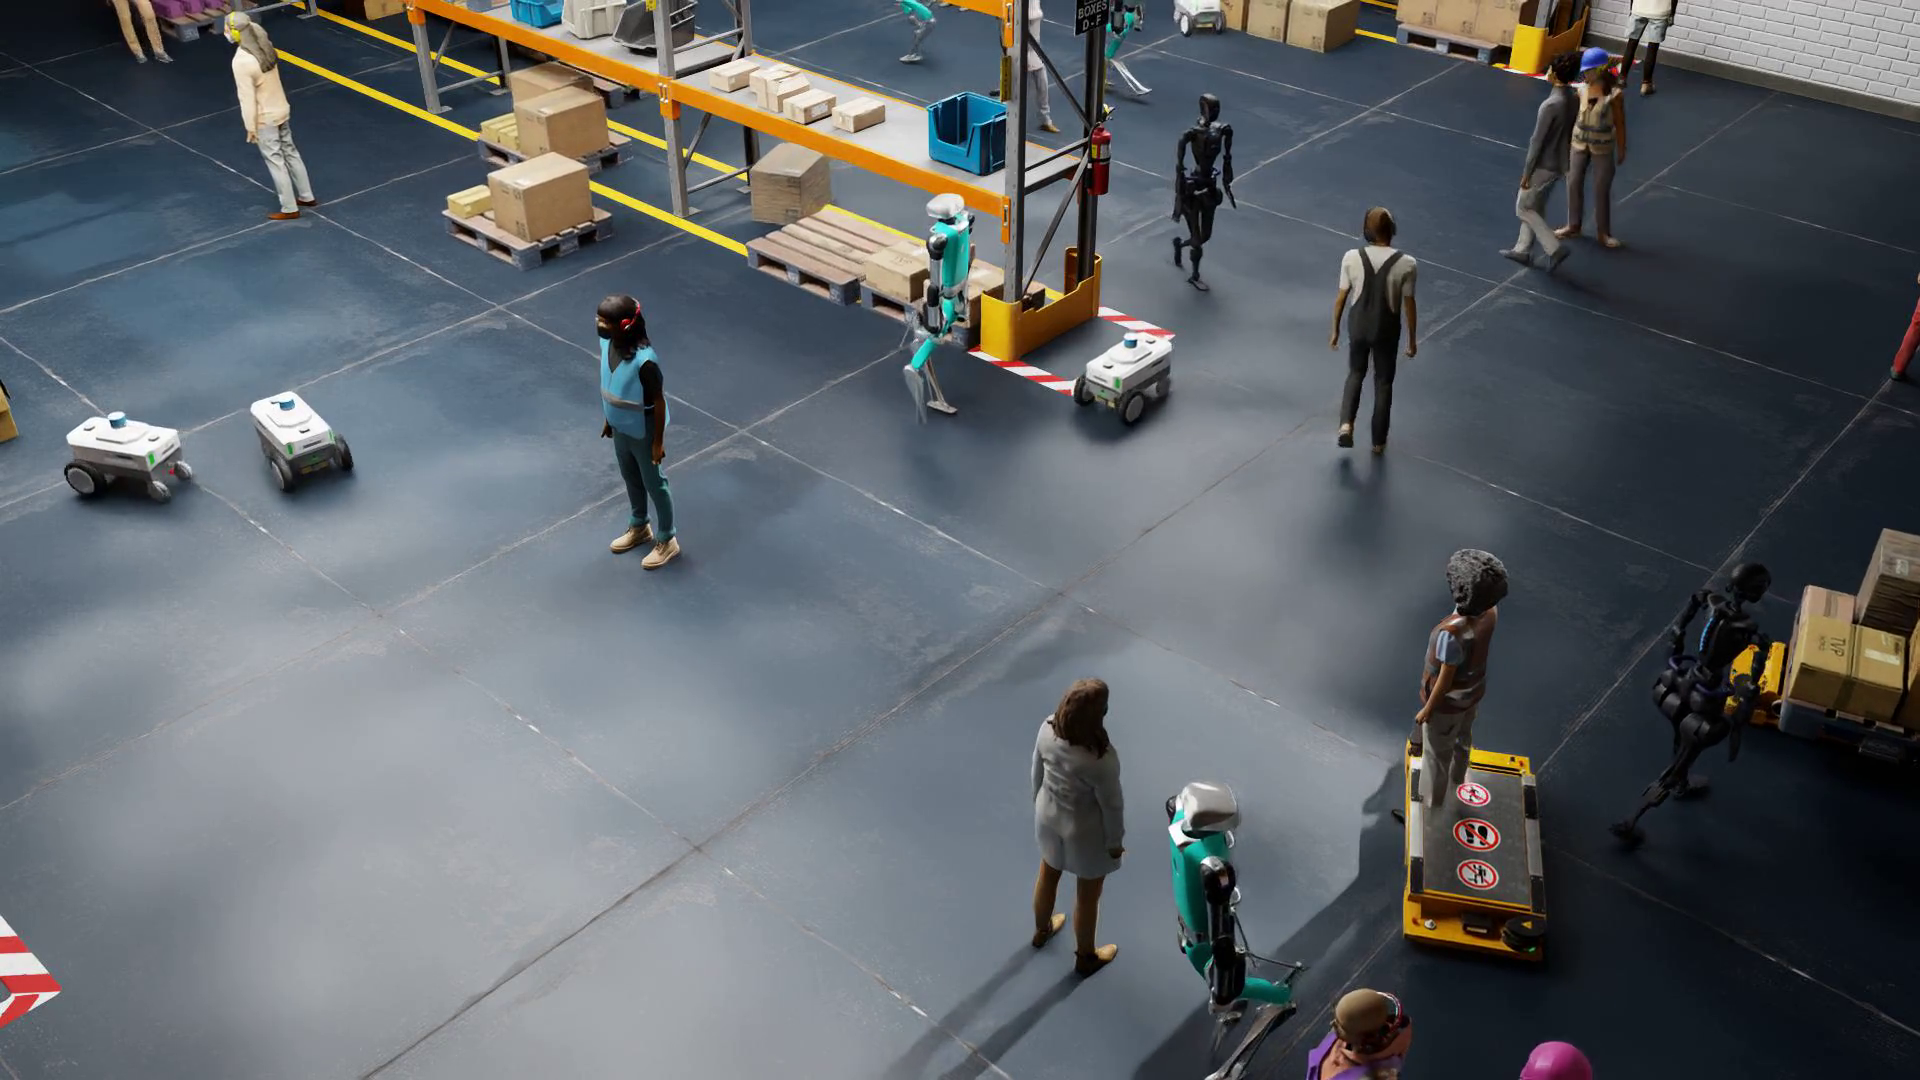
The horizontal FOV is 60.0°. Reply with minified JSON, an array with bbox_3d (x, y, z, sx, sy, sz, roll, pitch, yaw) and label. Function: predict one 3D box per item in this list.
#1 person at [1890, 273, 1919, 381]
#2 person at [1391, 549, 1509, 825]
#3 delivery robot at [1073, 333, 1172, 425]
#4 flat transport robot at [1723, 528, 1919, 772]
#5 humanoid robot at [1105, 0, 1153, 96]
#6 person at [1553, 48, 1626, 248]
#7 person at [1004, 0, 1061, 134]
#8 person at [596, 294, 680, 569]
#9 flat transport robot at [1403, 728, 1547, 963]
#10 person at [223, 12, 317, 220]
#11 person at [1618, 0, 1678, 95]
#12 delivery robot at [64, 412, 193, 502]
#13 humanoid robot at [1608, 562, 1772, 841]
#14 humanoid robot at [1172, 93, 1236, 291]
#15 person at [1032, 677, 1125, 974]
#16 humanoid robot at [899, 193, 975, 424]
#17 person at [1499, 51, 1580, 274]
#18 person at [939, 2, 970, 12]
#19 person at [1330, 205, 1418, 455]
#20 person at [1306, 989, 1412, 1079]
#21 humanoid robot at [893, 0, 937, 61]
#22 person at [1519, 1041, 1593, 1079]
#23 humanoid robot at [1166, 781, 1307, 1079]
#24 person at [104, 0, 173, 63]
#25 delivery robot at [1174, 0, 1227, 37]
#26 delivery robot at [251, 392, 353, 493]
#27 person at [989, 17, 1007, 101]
[{"bbox_3d":[7.395,-1.957,12.338,0.519,1.758,0.346,25,42,31],"label":"person"},{"bbox_3d":[2.490,0.772,8.437,0.311,1.690,0.446,29,44,35],"label":"person"},{"bbox_3d":[1.240,-1.234,12.360,0.499,0.611,0.814,27,43,33],"label":"delivery robot"},{"bbox_3d":[5.148,0.945,9.441,1.431,0.231,0.659,16,38,22],"label":"flat transport robot"},{"bbox_3d":[1.635,-5.514,17.515,1.031,1.737,0.560,23,41,30],"label":"humanoid robot"},{"bbox_3d":[5.553,-3.378,14.410,0.414,1.732,0.650,-29,44,-35],"label":"person"},{"bbox_3d":[0.674,-4.898,16.697,0.661,1.633,0.453,23,41,30],"label":"person"},{"bbox_3d":[-2.023,-0.687,10.399,0.540,1.864,0.372,26,42,33],"label":"person"},{"bbox_3d":[2.635,1.540,8.579,0.659,0.231,1.431,7,35,11],"label":"flat transport robot"},{"bbox_3d":[-6.222,-3.798,14.920,0.393,1.865,0.570,6,35,8],"label":"person"},{"bbox_3d":[7.337,-5.591,17.653,0.534,1.696,0.318,24,41,31],"label":"person"},{"bbox_3d":[-5.734,-0.594,11.433,0.814,0.611,0.499,9,36,13],"label":"delivery robot"},{"bbox_3d":[3.727,0.801,8.459,0.796,1.624,0.596,-13,37,-19],"label":"humanoid robot"},{"bbox_3d":[1.971,-2.950,13.860,0.603,1.630,0.652,-16,38,-22],"label":"humanoid robot"},{"bbox_3d":[0.552,1.304,7.693,0.496,1.659,0.337,27,43,33],"label":"person"},{"bbox_3d":[-0.241,-1.626,11.940,0.663,1.873,0.555,17,38,23],"label":"humanoid robot"},{"bbox_3d":[4.962,-3.129,13.929,0.546,1.881,0.617,-26,42,-32],"label":"person"},{"bbox_3d":[-0.016,-7.304,20.069,0.505,1.770,0.320,25,42,31],"label":"person"},{"bbox_3d":[2.852,-1.393,11.472,0.598,1.811,0.496,16,38,22],"label":"person"},{"bbox_3d":[1.448,2.284,6.255,0.350,1.687,0.487,0,35,0],"label":"person"},{"bbox_3d":[-0.512,-6.084,18.415,0.730,1.890,0.545,-1,35,-2],"label":"humanoid robot"},{"bbox_3d":[1.966,2.412,5.844,0.510,1.948,0.978,19,39,25],"label":"person"},{"bbox_3d":[1.208,1.748,7.054,0.748,1.862,0.557,-7,35,-10],"label":"humanoid robot"},{"bbox_3d":[-9.199,-6.112,18.373,0.690,1.726,0.600,29,44,35],"label":"person"},{"bbox_3d":[2.823,-6.299,19.702,0.499,0.614,0.815,-8,35,-12],"label":"delivery robot"},{"bbox_3d":[-4.640,-0.730,11.612,0.499,0.590,0.789,-26,42,-32],"label":"delivery robot"},{"bbox_3d":[0.459,-5.517,17.351,0.390,1.927,0.539,-4,35,-5],"label":"person"}]
